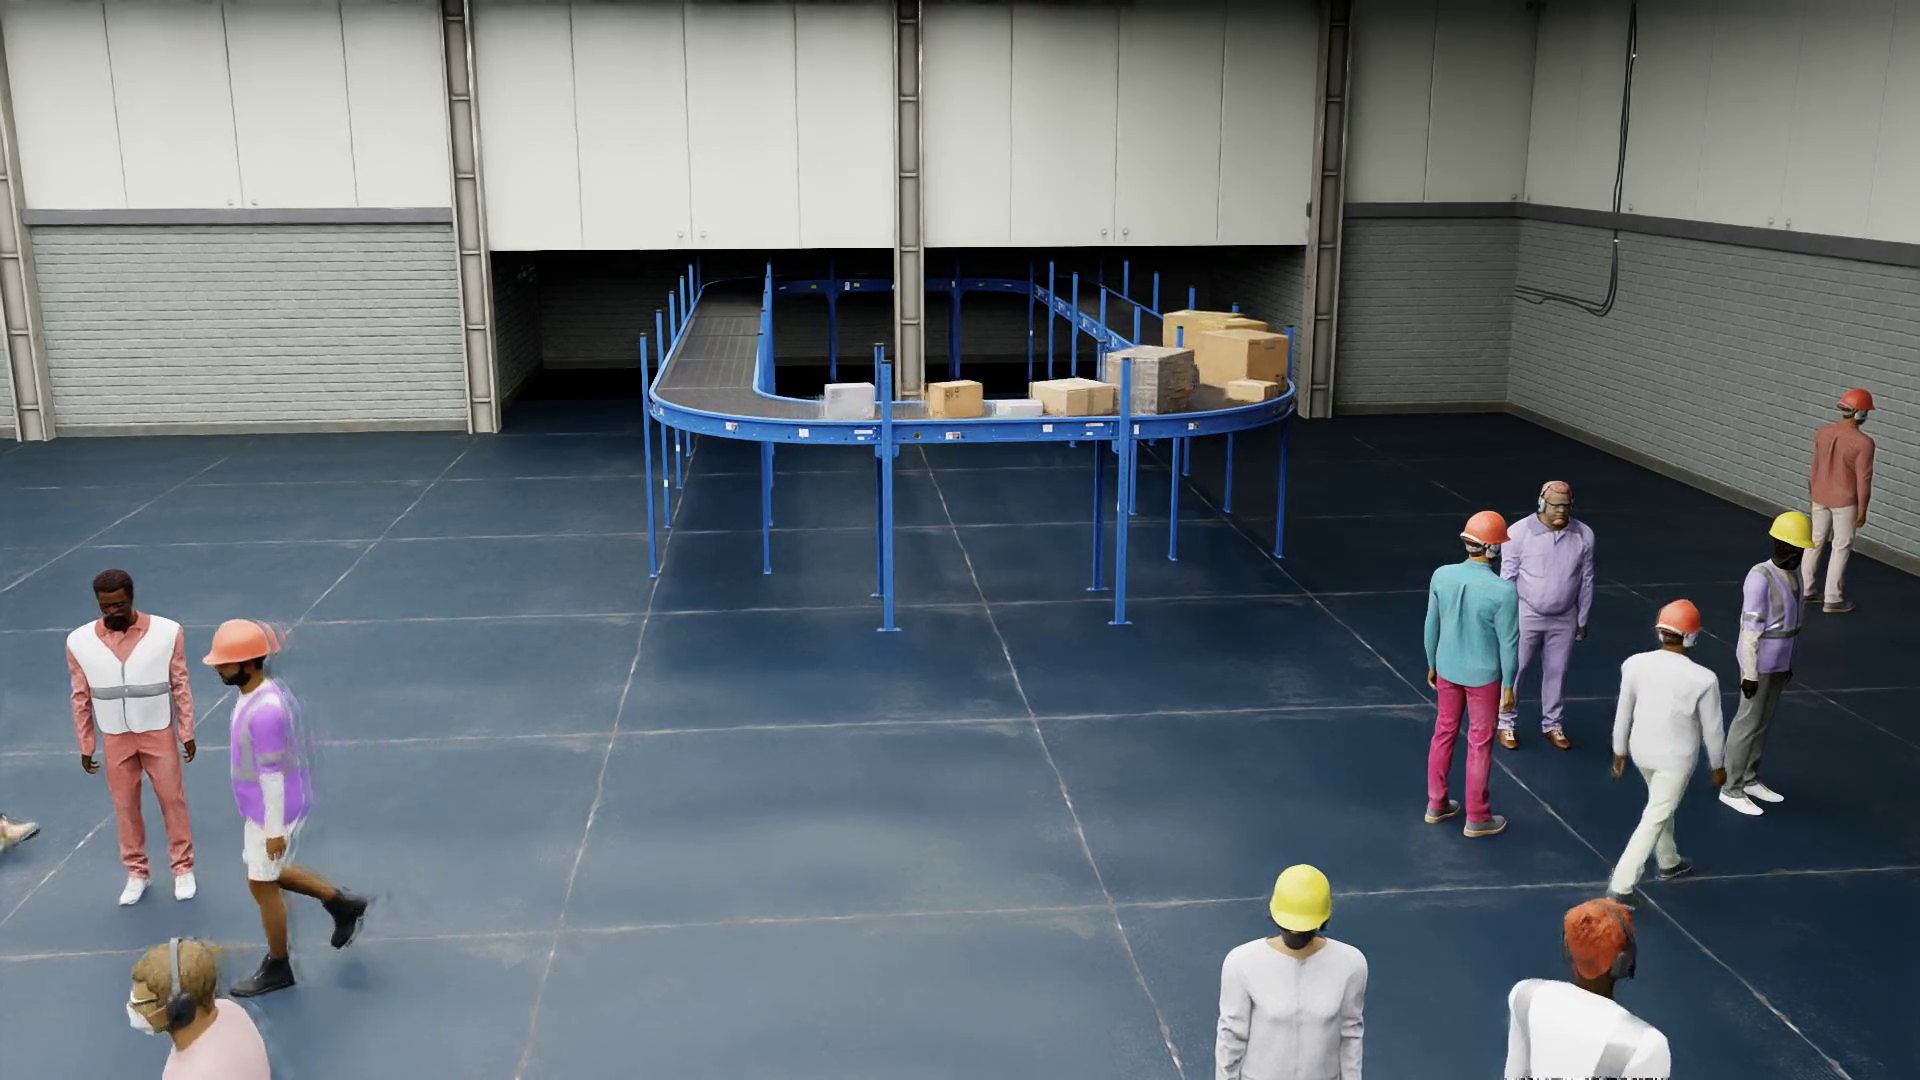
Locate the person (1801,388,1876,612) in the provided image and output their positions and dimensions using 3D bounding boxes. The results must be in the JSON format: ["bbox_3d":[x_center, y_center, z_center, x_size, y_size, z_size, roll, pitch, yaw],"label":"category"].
[{"bbox_3d":[7.774,-0.354,14.692,0.406,1.987,0.622,-5,15,-21],"label":"person"}]

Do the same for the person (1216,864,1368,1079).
[{"bbox_3d":[1.167,1.958,5.881,0.533,1.765,0.322,-1,14,-3],"label":"person"}]

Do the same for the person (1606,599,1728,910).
[{"bbox_3d":[3.880,1.168,9.167,0.904,1.710,0.563,-8,16,-28],"label":"person"}]

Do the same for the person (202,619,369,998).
[{"bbox_3d":[-3.351,1.295,8.235,0.620,1.922,0.550,-8,16,-30],"label":"person"}]

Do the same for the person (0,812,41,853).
[{"bbox_3d":[-5.964,0.930,9.543,1.016,1.981,0.617,2,14,7],"label":"person"}]

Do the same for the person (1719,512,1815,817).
[{"bbox_3d":[5.055,0.754,10.372,0.593,1.922,0.377,-12,19,-41],"label":"person"}]

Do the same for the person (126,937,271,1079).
[{"bbox_3d":[-2.123,2.079,5.121,0.793,1.914,0.642,-5,15,-18],"label":"person"}]

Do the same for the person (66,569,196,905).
[{"bbox_3d":[-4.536,1.066,9.168,0.599,1.909,0.405,-4,15,-17],"label":"person"}]

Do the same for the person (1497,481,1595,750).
[{"bbox_3d":[3.999,0.521,11.374,0.640,1.899,0.395,0,14,0],"label":"person"}]

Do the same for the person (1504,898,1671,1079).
[{"bbox_3d":[1.981,2.042,5.321,0.620,1.871,0.633,-8,16,-29],"label":"person"}]

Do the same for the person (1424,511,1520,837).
[{"bbox_3d":[3.100,0.797,10.056,0.390,1.992,0.624,-11,18,-37],"label":"person"}]
